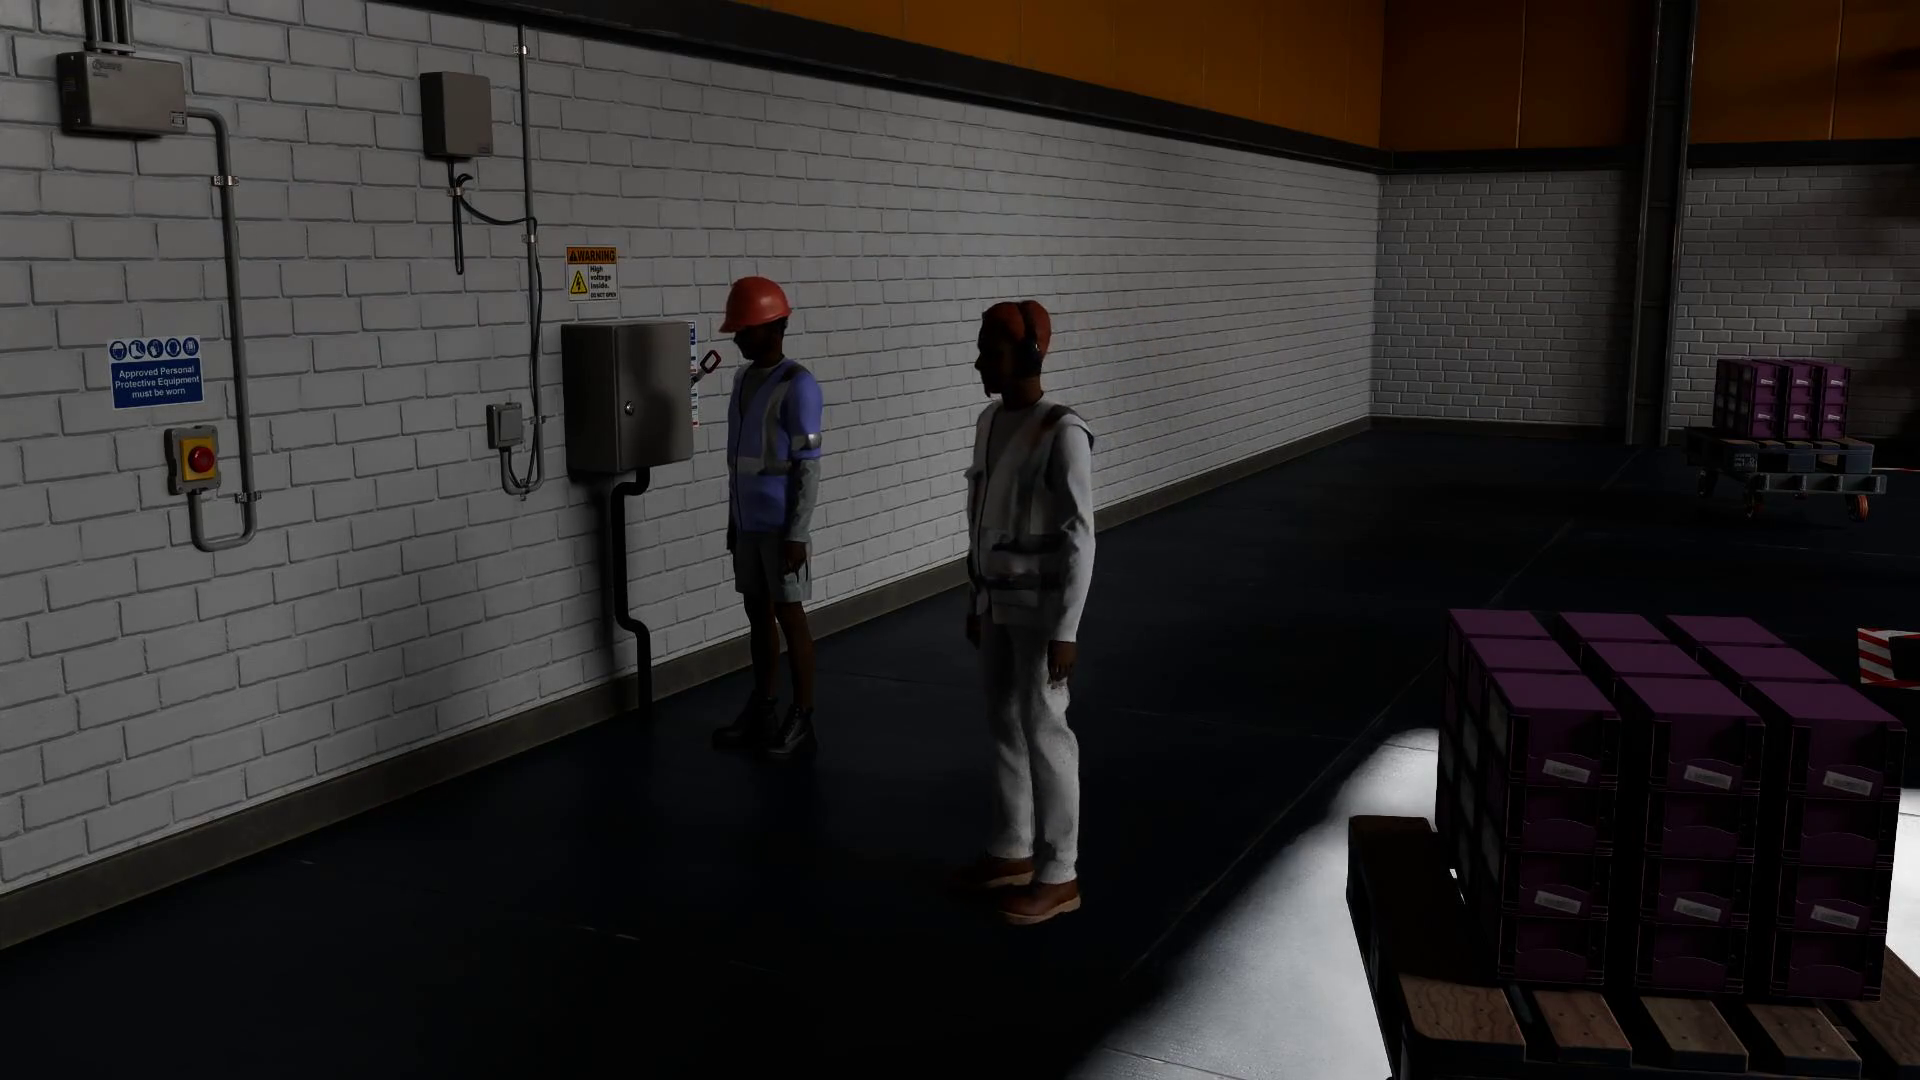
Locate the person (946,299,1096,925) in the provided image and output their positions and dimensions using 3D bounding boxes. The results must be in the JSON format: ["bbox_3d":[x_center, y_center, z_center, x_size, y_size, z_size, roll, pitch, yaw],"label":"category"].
[{"bbox_3d":[0.190,0.216,5.072,0.337,1.883,0.583,-5,11,-27],"label":"person"}]

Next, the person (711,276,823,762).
[{"bbox_3d":[-0.782,-0.082,6.673,0.366,1.931,0.542,-8,13,-40],"label":"person"}]
